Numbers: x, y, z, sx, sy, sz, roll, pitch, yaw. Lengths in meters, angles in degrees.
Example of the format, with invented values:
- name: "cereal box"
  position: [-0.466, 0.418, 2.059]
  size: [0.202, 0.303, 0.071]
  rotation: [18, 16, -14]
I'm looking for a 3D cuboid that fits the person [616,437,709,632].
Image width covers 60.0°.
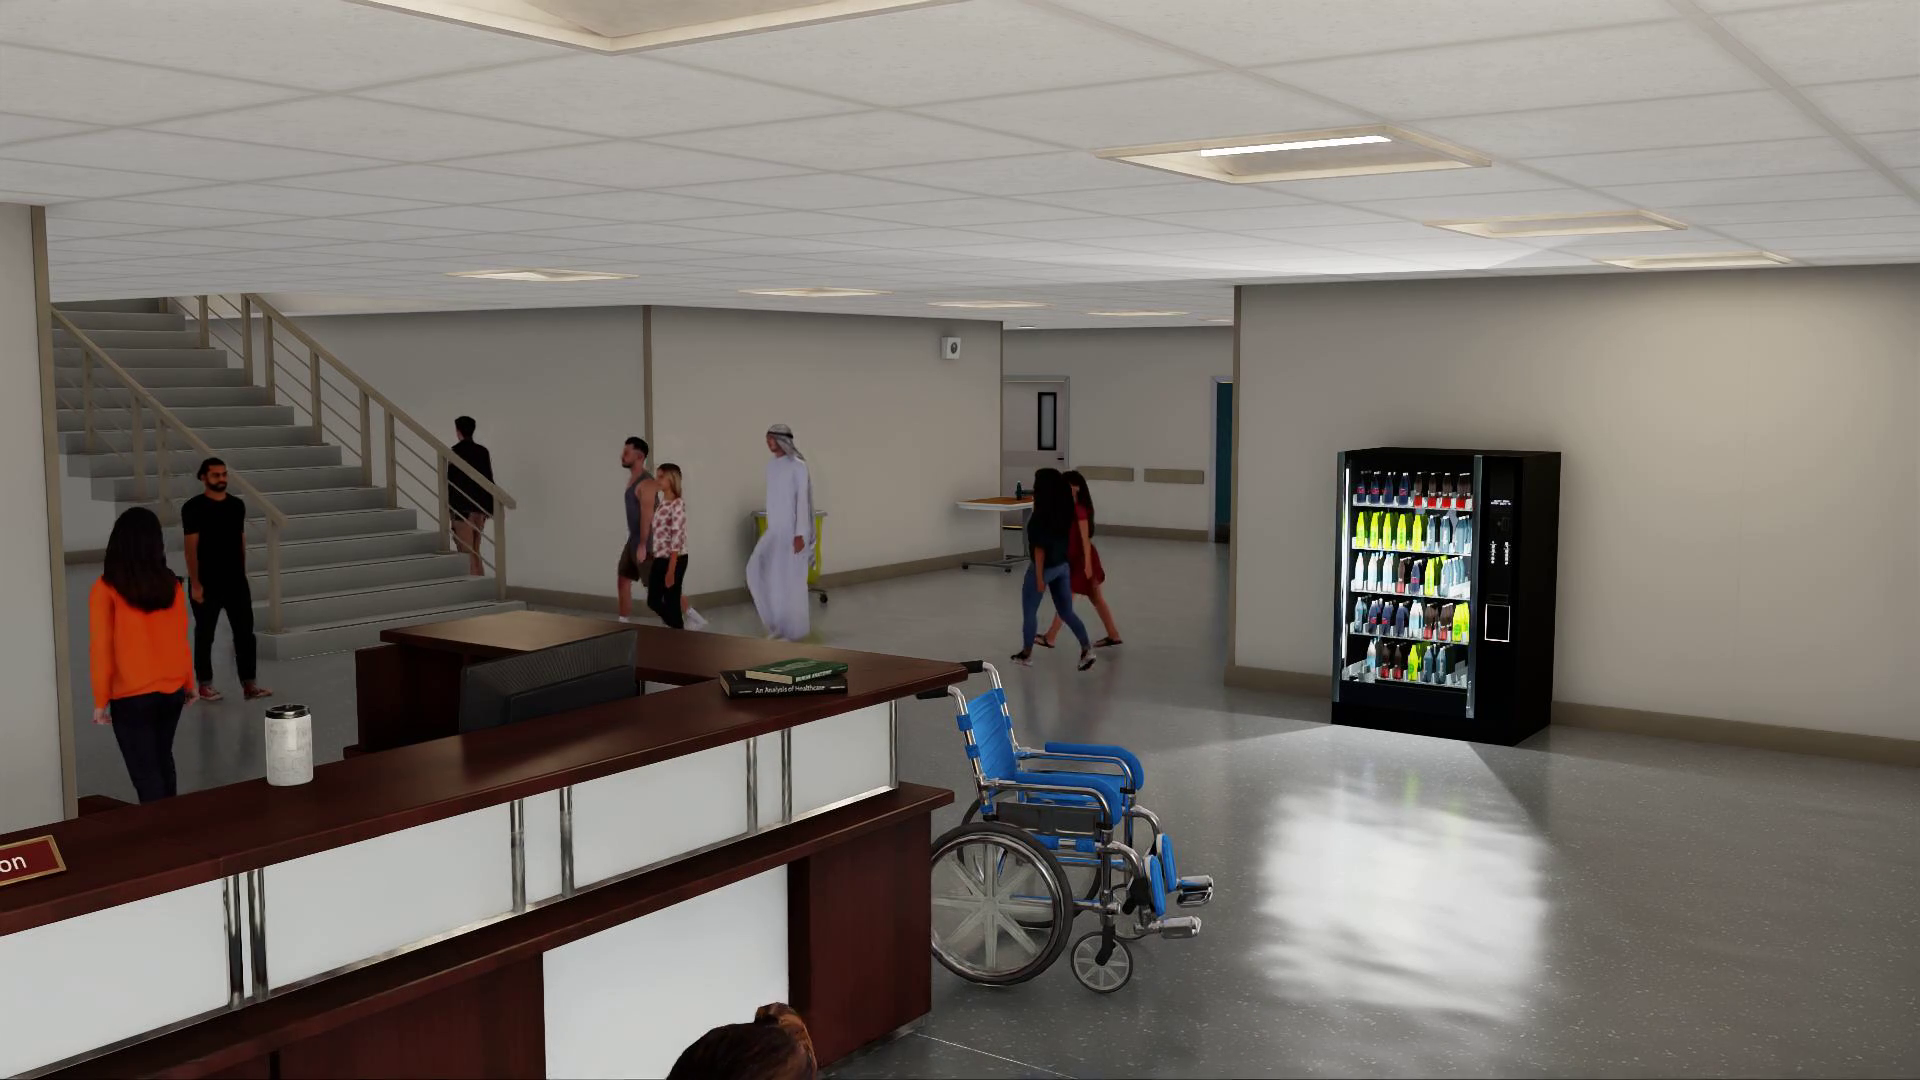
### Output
- name: "person"
  position: [-2.637, 0.041, 14.389]
  size: [1.086, 1.802, 1.202]
  rotation: [-3, 6, -26]

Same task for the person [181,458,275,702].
- name: "person"
  position: [-5.326, 0.297, 11.831]
  size: [0.917, 1.734, 0.651]
  rotation: [4, 7, 37]

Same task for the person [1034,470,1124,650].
- name: "person"
  position: [1.099, 0.194, 13.994]
  size: [1.074, 1.506, 0.967]
  rotation: [-1, 6, -8]

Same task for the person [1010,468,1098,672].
- name: "person"
  position: [0.771, 0.265, 12.929]
  size: [0.762, 1.578, 1.146]
  rotation: [-5, 8, -40]

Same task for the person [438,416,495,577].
- name: "person"
  position: [-4.864, -0.274, 16.619]
  size: [0.651, 1.912, 0.696]
  rotation: [4, 7, 33]

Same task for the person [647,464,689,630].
- name: "person"
  position: [-2.272, 0.193, 13.419]
  size: [0.776, 1.624, 0.698]
  rotation: [-3, 7, -29]

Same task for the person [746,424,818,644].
- name: "person"
  position: [-1.420, -0.049, 14.385]
  size: [0.771, 1.913, 0.830]
  rotation: [5, 8, 43]

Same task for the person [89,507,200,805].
- name: "person"
  position: [-3.693, 0.723, 7.630]
  size: [0.724, 1.729, 0.762]
  rotation: [1, 6, 11]
